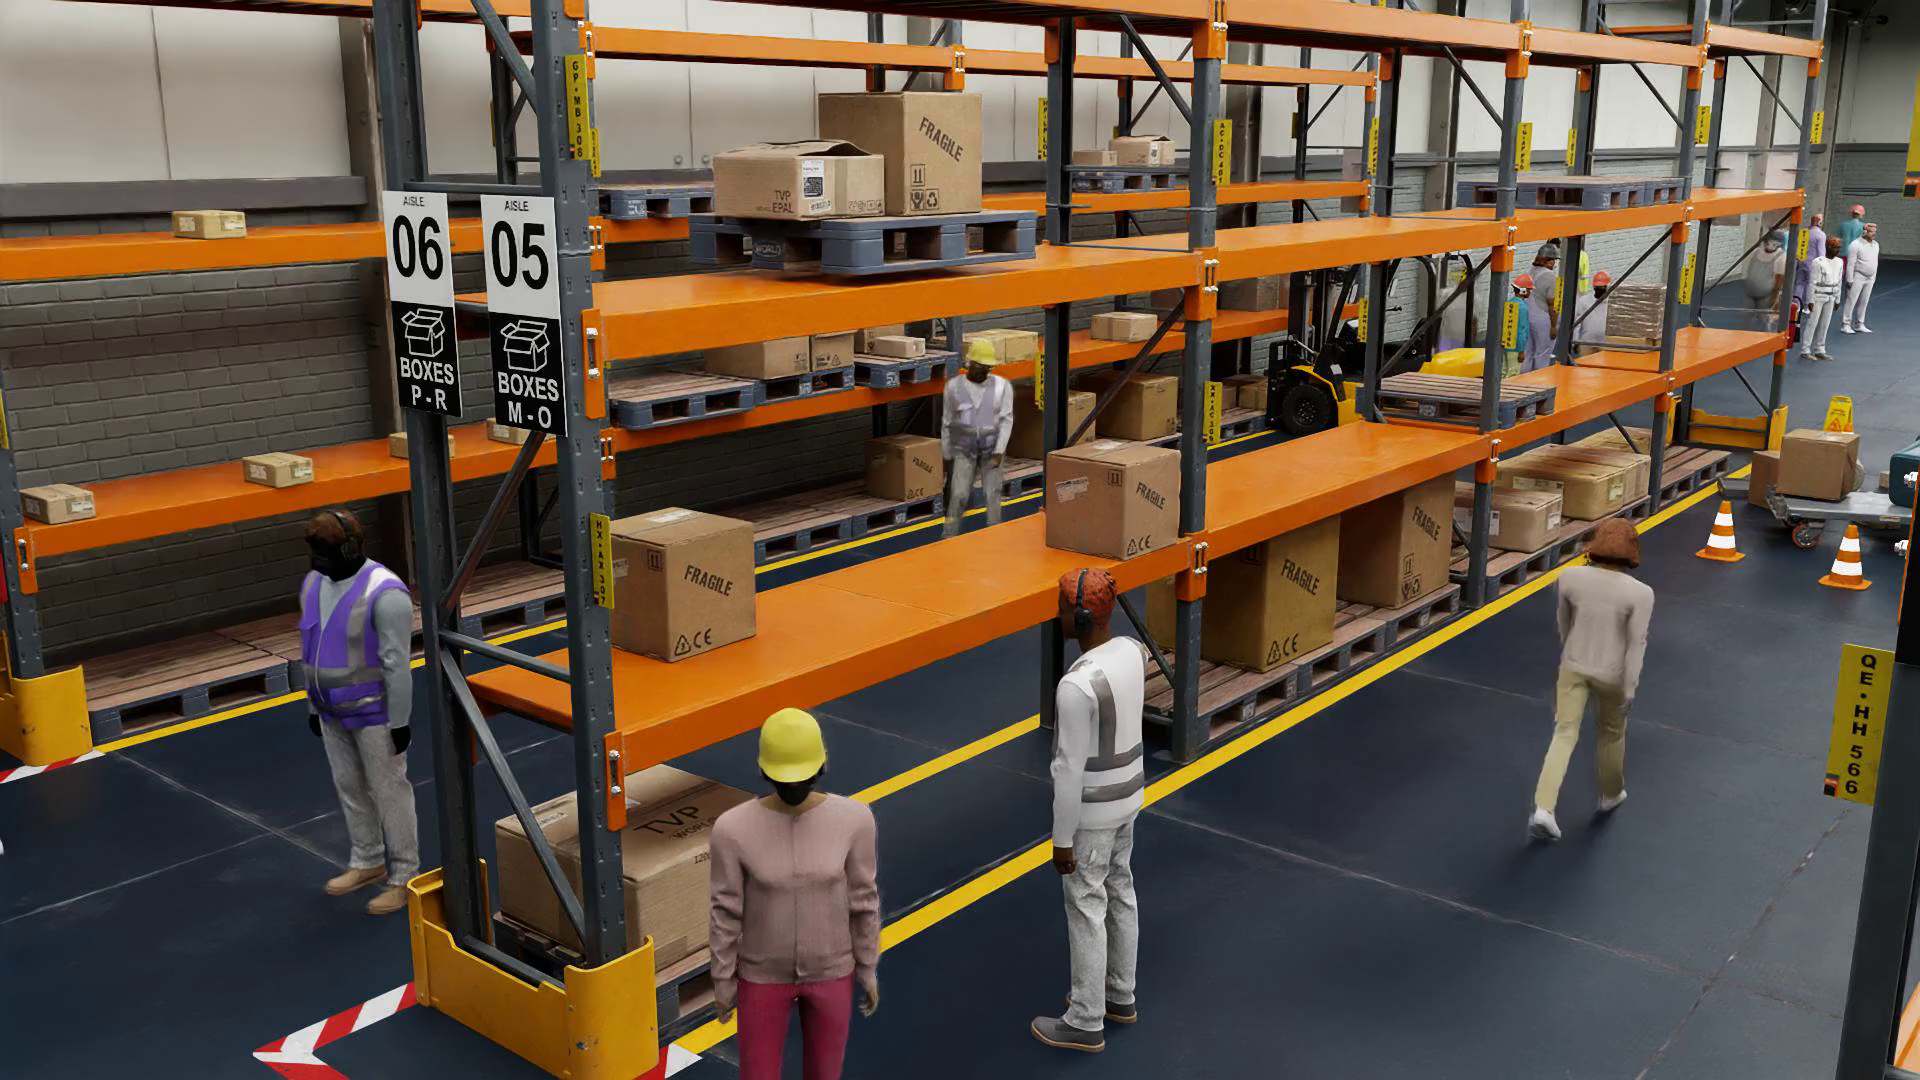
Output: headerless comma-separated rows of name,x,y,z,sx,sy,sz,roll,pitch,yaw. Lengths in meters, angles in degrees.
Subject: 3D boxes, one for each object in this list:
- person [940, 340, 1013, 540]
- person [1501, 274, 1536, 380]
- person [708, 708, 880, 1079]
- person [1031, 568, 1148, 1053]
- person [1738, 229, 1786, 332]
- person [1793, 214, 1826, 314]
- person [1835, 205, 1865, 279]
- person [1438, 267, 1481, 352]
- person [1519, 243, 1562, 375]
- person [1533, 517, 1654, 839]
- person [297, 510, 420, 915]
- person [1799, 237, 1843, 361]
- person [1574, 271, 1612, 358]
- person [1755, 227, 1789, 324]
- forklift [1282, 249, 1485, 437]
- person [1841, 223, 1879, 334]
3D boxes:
person,0.130,-0.715,13.459,0.588,1.811,0.494,0,14,1
person,6.823,-2.379,20.379,0.359,1.742,0.562,0,14,0
person,-0.510,1.349,5.170,0.528,1.760,0.381,-3,14,-12
person,0.504,1.014,6.281,0.358,1.880,0.575,8,16,30
person,12.474,-3.884,25.882,0.719,2.000,0.761,-9,17,-34
person,16.343,-5.294,31.931,0.396,1.899,0.669,-4,14,-15
person,18.337,-5.915,34.307,0.687,1.968,0.618,-8,16,-30
person,6.109,-2.475,20.608,0.605,1.822,0.382,2,14,9
person,7.561,-2.828,21.581,0.536,2.000,0.680,-5,15,-19
person,3.141,0.677,8.258,0.481,1.581,0.891,11,17,37
person,-2.686,0.756,7.428,0.627,1.836,0.429,8,16,30
person,13.150,-3.661,25.323,0.575,1.876,0.346,-4,14,-17
person,7.972,-2.494,20.821,0.564,1.748,0.339,4,14,17
person,14.774,-4.942,30.271,0.833,1.998,0.707,-2,14,-6
forklift,4.886,-2.214,18.767,2.313,2.155,1.214,11,18,38
person,15.618,-4.523,28.784,0.646,1.899,0.401,-5,15,-21
